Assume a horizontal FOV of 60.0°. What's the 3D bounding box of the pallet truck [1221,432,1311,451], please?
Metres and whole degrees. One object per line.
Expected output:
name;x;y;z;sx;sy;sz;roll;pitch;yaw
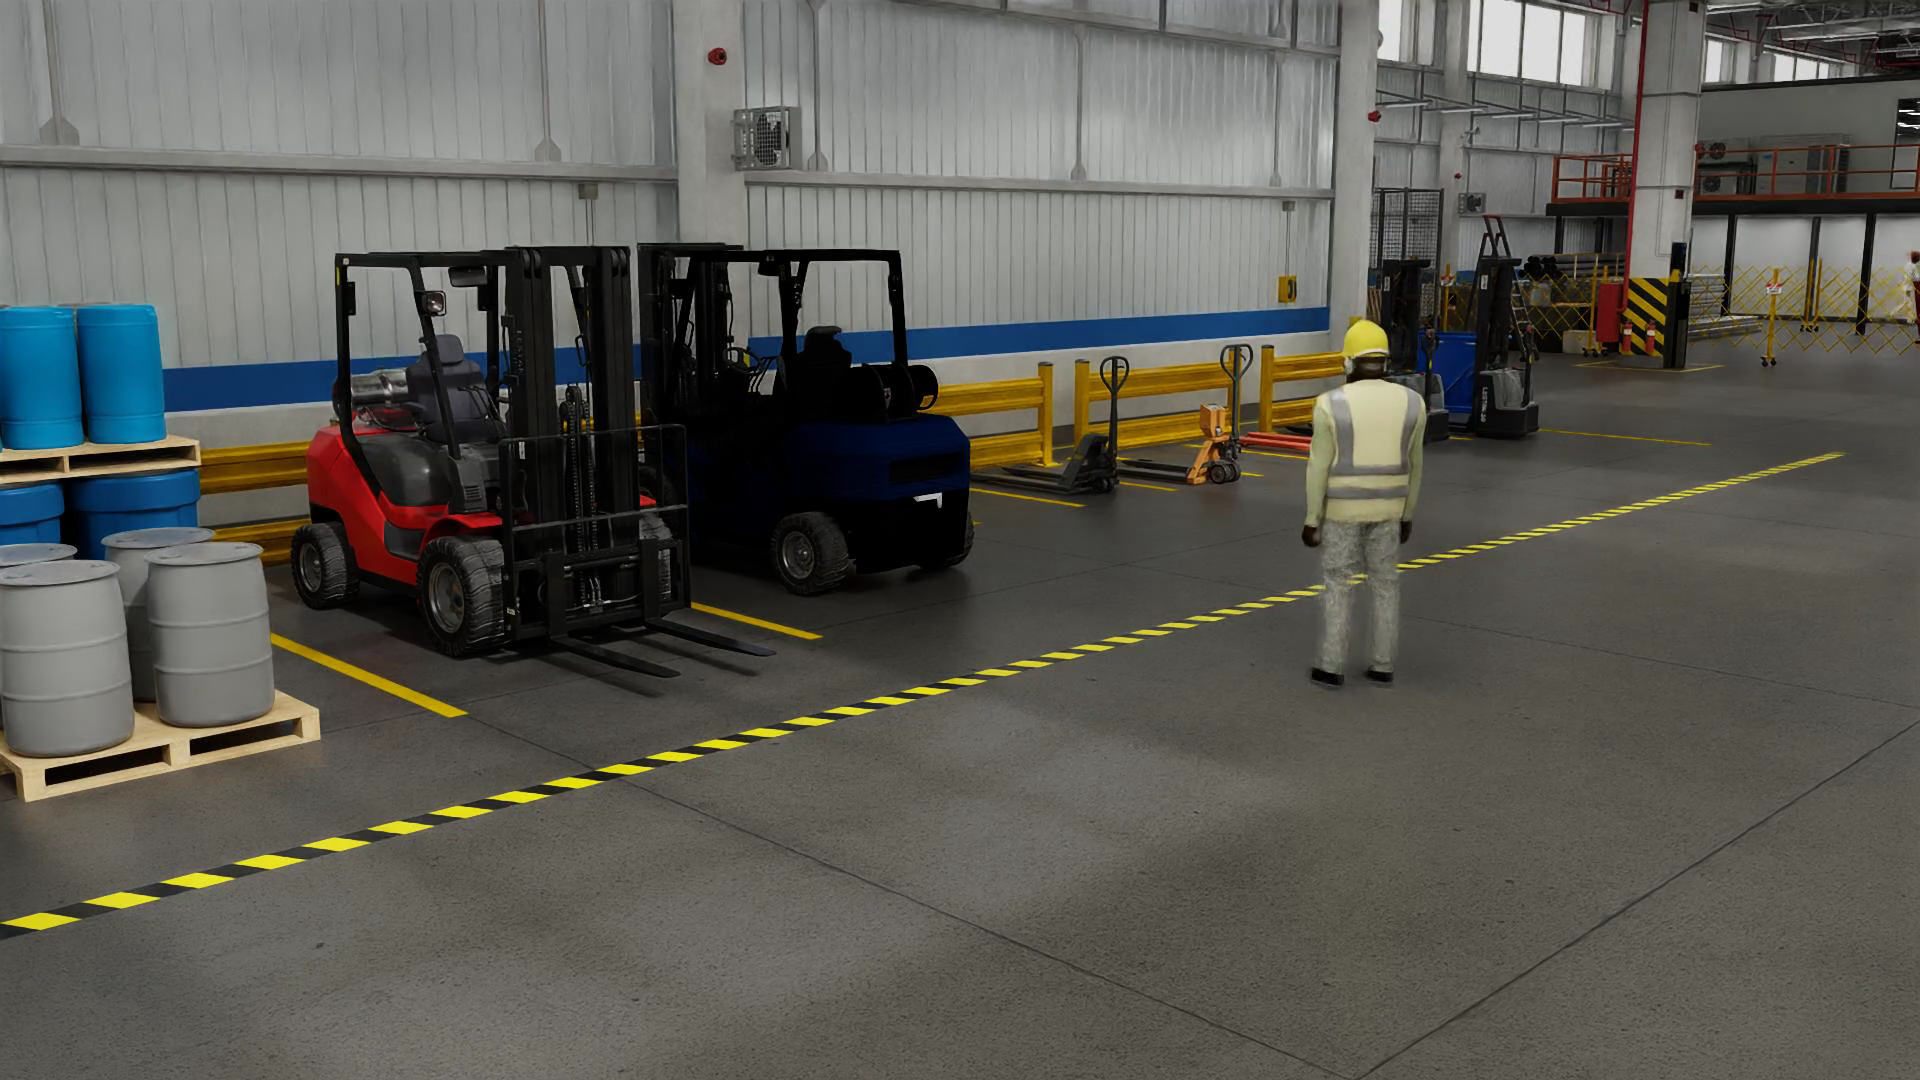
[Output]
pallet truck;3.563;-1.581;17.381;0.653;1.274;1.630;-10;14;-44

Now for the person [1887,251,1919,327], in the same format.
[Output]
person;23.278;-6.169;40.851;0.581;1.869;0.630;-10;14;-43

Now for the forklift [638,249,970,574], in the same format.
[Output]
forklift;-1.173;-0.958;11.239;2.680;1.987;1.157;10;14;43

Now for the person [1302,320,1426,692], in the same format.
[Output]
person;1.974;-0.159;8.185;0.596;1.831;0.403;-2;11;-9

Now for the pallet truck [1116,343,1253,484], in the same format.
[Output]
pallet truck;1.962;-1.215;15.415;1.522;1.261;0.704;10;14;43

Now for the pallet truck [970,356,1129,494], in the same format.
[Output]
pallet truck;0.784;-1.085;14.876;0.680;1.201;1.601;-10;14;-44

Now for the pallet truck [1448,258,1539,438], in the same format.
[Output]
pallet truck;5.704;-2.208;18.901;1.885;1.965;0.823;10;14;43

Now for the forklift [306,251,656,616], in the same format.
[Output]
forklift;-2.833;-0.669;9.694;1.157;1.987;2.680;-10;14;-44

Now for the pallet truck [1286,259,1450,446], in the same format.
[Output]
pallet truck;4.493;-2.078;18.196;0.823;1.965;1.885;-9;14;-40
